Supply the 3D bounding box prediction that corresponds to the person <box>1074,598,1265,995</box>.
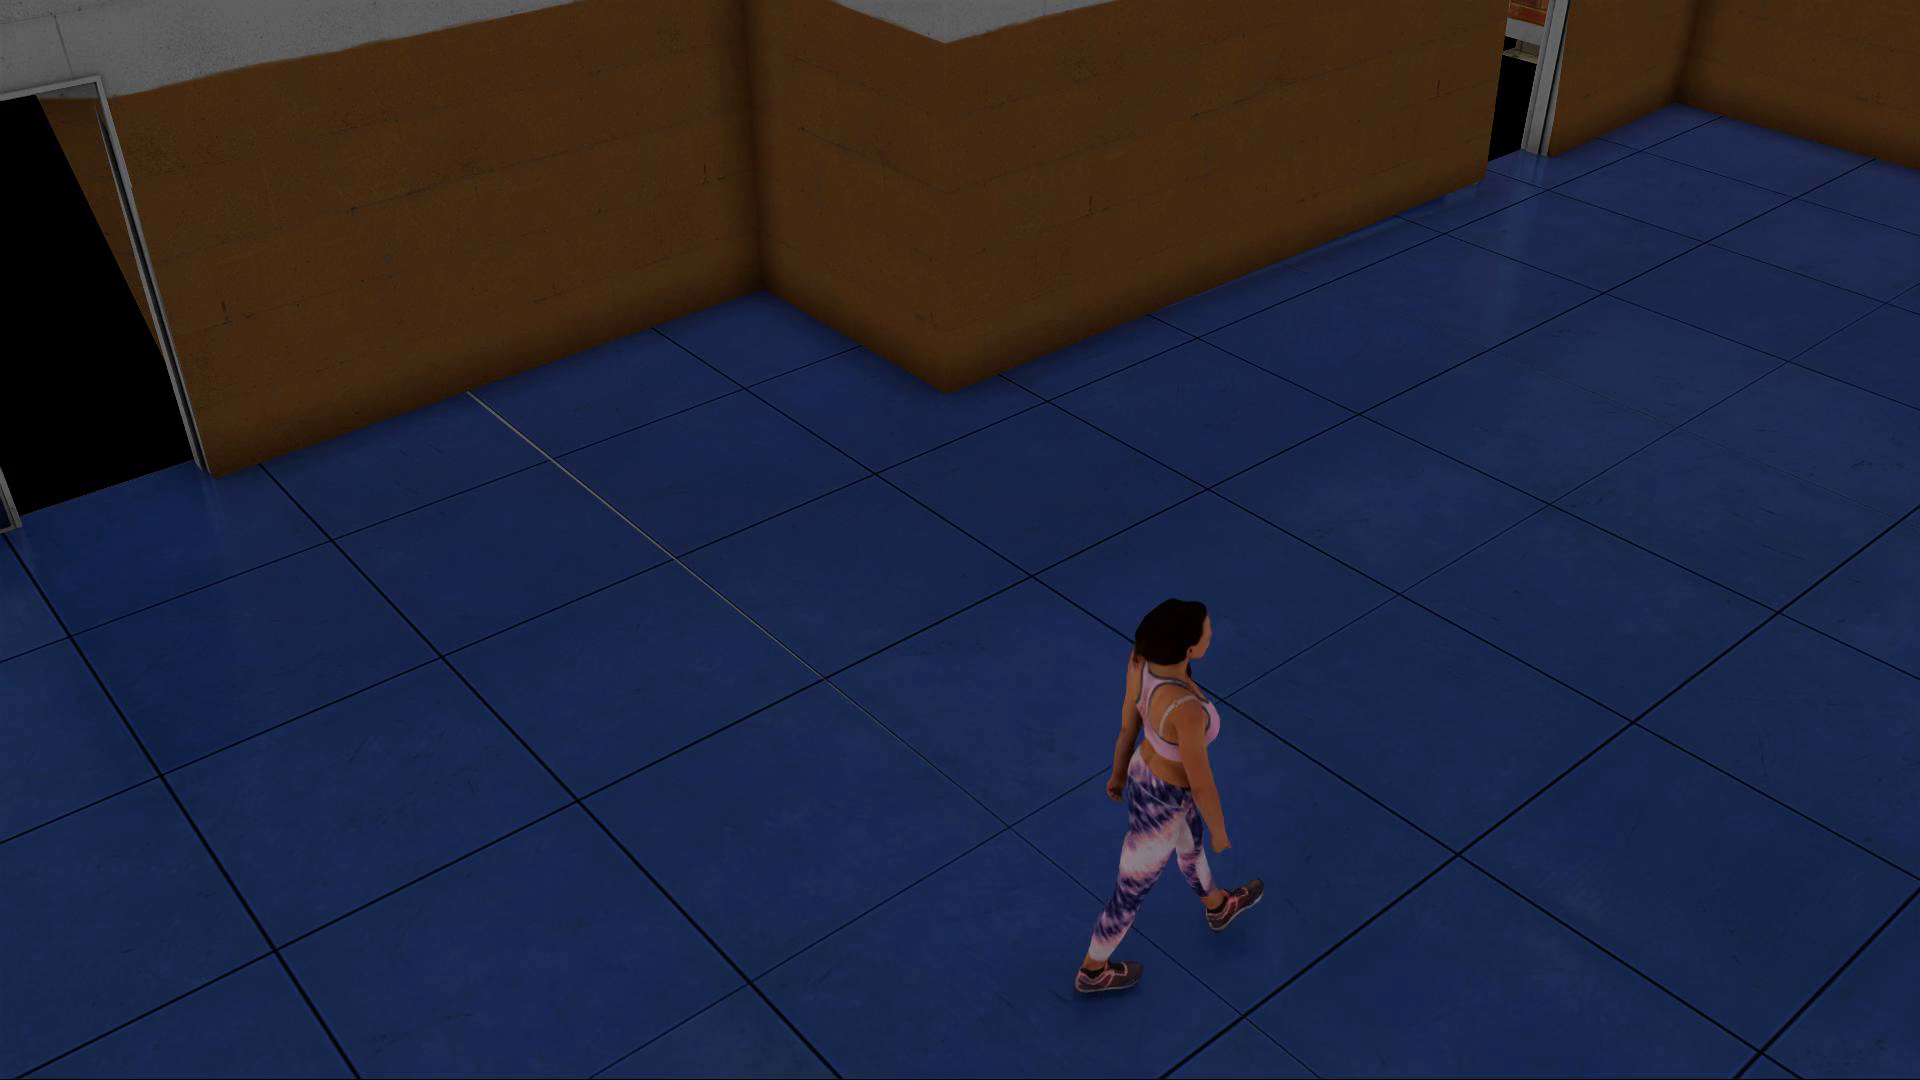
[{"bbox_3d":[0.628,0.971,5.911,0.915,1.731,1.098,-12,35,-17],"label":"person"}]
